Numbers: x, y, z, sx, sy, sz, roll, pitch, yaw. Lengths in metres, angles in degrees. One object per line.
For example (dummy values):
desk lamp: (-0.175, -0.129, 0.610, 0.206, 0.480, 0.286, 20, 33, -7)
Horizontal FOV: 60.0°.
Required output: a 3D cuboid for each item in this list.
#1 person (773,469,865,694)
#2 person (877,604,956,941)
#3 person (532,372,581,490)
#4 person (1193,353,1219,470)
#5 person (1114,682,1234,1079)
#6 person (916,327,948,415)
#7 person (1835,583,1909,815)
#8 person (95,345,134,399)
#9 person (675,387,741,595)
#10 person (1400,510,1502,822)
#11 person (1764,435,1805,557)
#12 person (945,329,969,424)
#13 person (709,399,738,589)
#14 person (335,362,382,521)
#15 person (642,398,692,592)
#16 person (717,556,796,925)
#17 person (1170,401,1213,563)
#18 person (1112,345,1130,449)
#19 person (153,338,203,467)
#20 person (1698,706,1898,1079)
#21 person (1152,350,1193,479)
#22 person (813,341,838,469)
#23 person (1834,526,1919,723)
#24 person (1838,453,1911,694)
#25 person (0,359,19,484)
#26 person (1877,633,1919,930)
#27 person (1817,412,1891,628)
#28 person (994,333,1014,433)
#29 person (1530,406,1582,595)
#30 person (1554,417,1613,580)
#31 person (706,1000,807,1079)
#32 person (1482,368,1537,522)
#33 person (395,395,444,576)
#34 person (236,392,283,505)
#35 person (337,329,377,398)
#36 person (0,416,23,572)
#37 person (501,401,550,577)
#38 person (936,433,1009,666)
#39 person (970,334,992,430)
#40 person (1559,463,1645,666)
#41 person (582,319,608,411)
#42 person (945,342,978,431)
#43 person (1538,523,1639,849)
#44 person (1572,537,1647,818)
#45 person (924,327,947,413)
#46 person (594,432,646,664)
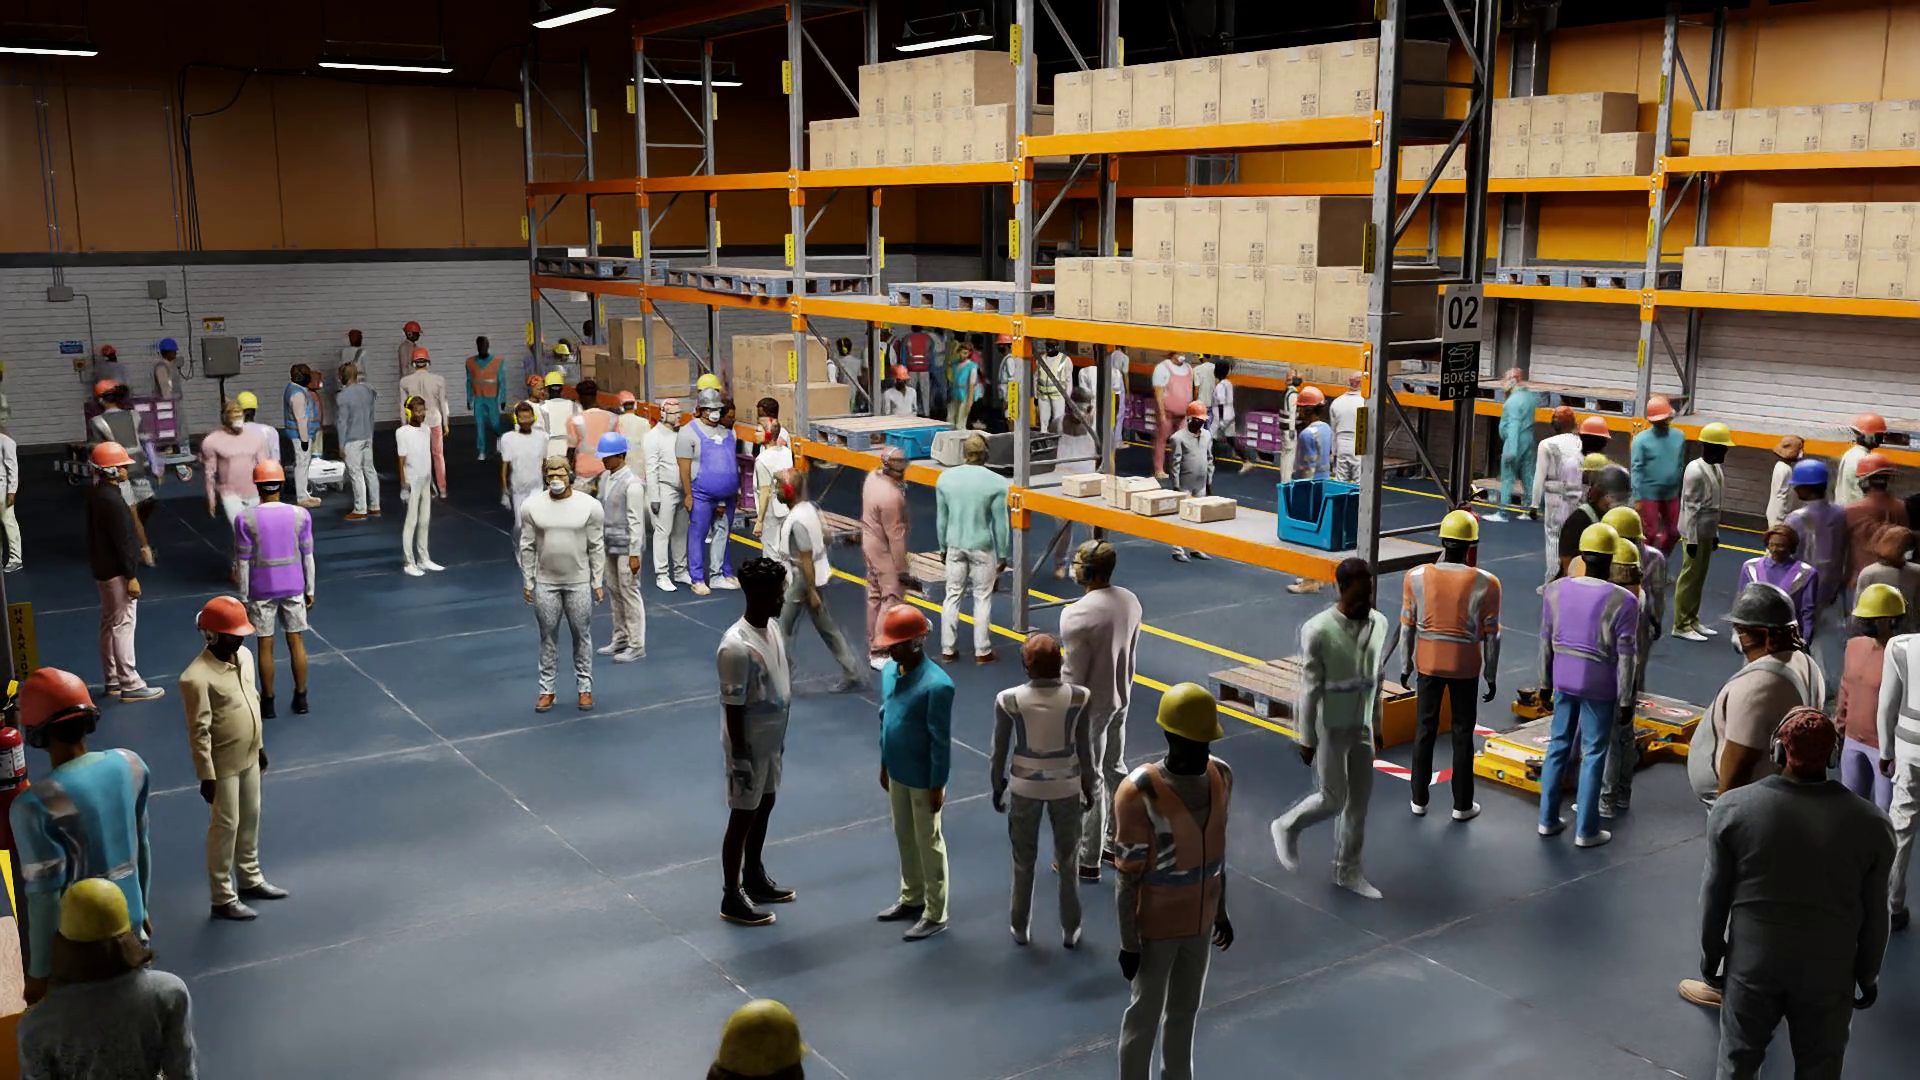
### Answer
person: (-1.201, 0.334, 12.828, 0.985, 1.791, 0.551, 1, 11, 4)
person: (-0.258, 1.179, 8.590, 0.354, 1.741, 0.569, -8, 13, -35)
person: (-4.663, -0.989, 19.256, 0.592, 1.911, 0.398, -8, 14, -36)
person: (3.548, -1.936, 24.187, 0.510, 1.877, 0.328, -8, 13, -34)
person: (0.863, 1.485, 6.544, 0.592, 1.925, 0.385, -8, 14, -37)
person: (-0.428, -3.198, 30.731, 1.051, 1.858, 0.605, 6, 12, 27)
person: (4.914, 1.097, 8.968, 0.341, 1.759, 0.528, -3, 11, -14)
person: (-13.019, -2.175, 25.840, 0.602, 1.701, 0.646, 1, 11, 6)
person: (-2.418, -0.493, 16.376, 0.537, 2.000, 0.682, 11, 15, 43)
person: (3.002, 0.768, 10.209, 0.595, 1.925, 0.370, 5, 12, 25)
person: (7.863, -0.198, 15.912, 0.276, 1.631, 0.507, 6, 12, 27)
person: (-0.045, -2.753, 28.277, 0.404, 1.917, 0.583, -3, 12, -16)
person: (-2.389, -0.458, 16.547, 0.399, 1.907, 0.602, 0, 11, -2)
person: (-7.363, -1.201, 20.294, 0.373, 1.932, 0.627, 3, 12, 17)
person: (-2.842, -0.457, 16.537, 0.408, 1.908, 0.643, 7, 13, 32)
person: (-1.067, 1.041, 8.750, 0.367, 1.958, 0.610, 3, 11, 15)
person: (2.497, -0.625, 17.811, 0.566, 1.744, 0.350, -7, 13, -33)
person: (2.517, -2.357, 26.456, 0.359, 1.835, 0.512, -8, 14, -35)
person: (-11.653, -1.989, 24.342, 0.831, 1.926, 0.600, -1, 11, -3)
person: (3.121, 1.556, 6.266, 0.642, 1.900, 0.401, 6, 12, 27)
person: (3.045, -1.828, 23.207, 0.692, 2.000, 0.976, -5, 12, -26)
person: (-1.974, -1.995, 24.458, 0.355, 1.887, 0.574, -3, 12, -17)
person: (6.427, 0.676, 11.538, 0.505, 1.592, 0.859, -3, 12, -16)
person: (6.702, 0.331, 12.365, 0.650, 1.949, 0.827, -1, 11, -4)
person: (-13.126, -1.605, 22.628, 0.405, 1.826, 0.603, -2, 11, -12)
person: (4.992, 1.124, 8.504, 0.353, 1.883, 0.573, -9, 14, -38)
person: (7.943, -0.160, 14.823, 0.606, 1.977, 0.621, 3, 11, 15)
person: (0.699, -2.209, 25.420, 0.362, 1.939, 0.543, -1, 11, -5)
person: (5.876, -0.374, 16.230, 0.602, 1.869, 0.388, -2, 11, -12)
person: (5.609, -0.151, 14.953, 0.605, 1.903, 0.644, -8, 14, -36)
person: (-0.519, 2.019, 4.318, 0.489, 1.731, 0.325, 6, 12, 26)
person: (6.719, -1.145, 20.111, 0.427, 1.902, 0.673, 9, 14, 38)
person: (-5.605, -0.569, 17.209, 0.310, 1.868, 0.533, 4, 12, 20)
person: (-7.414, -0.605, 17.394, 0.601, 1.869, 1.039, -5, 12, -24)
person: (-9.782, -2.471, 26.941, 0.593, 1.866, 0.473, 5, 12, 25)
person: (-10.082, -0.543, 17.356, 0.560, 1.756, 0.318, 3, 12, 16)
person: (-4.485, -0.540, 17.144, 0.523, 1.843, 0.815, -5, 12, -23)
person: (0.101, 0.081, 13.767, 0.639, 1.926, 0.405, 4, 12, 21)
person: (0.360, -2.730, 28.775, 0.457, 1.665, 0.558, 2, 11, 12)
person: (4.557, 0.407, 11.768, 0.718, 2.000, 0.548, -4, 12, -19)
person: (-6.268, -2.806, 28.492, 0.370, 1.933, 0.626, 4, 12, 19)
person: (0.029, -2.084, 25.095, 0.494, 1.816, 0.640, -8, 14, -35)
person: (3.708, 0.850, 9.836, 0.398, 1.918, 0.592, -9, 14, -40)
person: (4.032, 0.843, 10.299, 0.296, 1.743, 0.492, 10, 15, 43)
person: (-0.459, -3.346, 31.279, 0.474, 1.922, 0.676, 6, 13, 29)
person: (-2.825, 0.054, 13.845, 0.423, 1.935, 0.614, -8, 14, -37)
